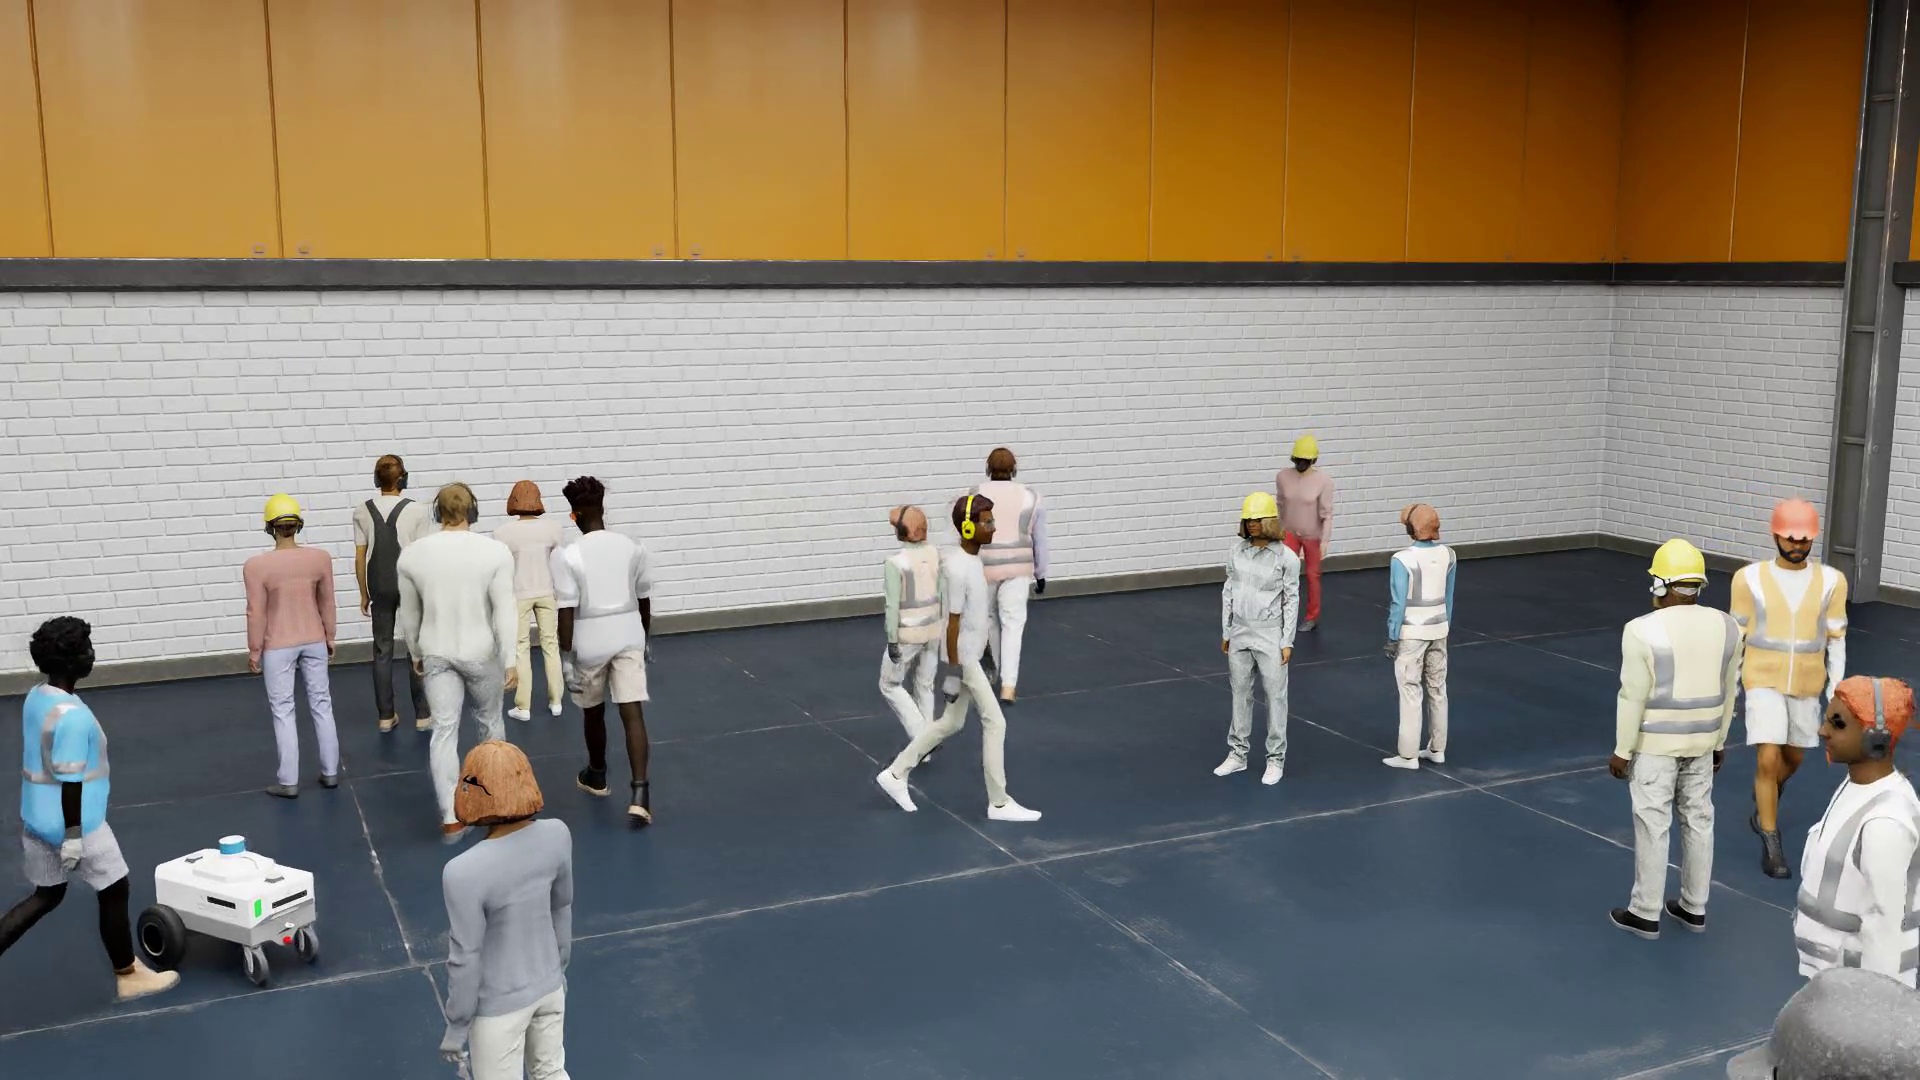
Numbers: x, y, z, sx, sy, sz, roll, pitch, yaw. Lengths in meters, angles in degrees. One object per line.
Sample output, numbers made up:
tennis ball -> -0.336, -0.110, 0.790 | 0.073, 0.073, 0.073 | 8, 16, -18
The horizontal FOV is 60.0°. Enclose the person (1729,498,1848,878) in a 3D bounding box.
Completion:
person -> 4.248, 0.710, 8.605 | 0.544, 1.906, 0.886 | 2, 9, 14

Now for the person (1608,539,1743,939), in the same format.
person -> 3.232, 0.906, 7.588 | 0.591, 1.834, 0.404 | -2, 9, -13

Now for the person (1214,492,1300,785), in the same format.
person -> 1.769, 0.578, 9.904 | 0.487, 1.744, 0.297 | 7, 11, 36

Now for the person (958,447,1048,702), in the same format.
person -> 0.307, 0.230, 11.921 | 0.645, 1.798, 0.973 | 0, 9, 0

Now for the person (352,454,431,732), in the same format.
person -> -3.719, 0.353, 10.981 | 0.506, 1.846, 0.351 | 0, 9, 0

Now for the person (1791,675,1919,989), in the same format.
person -> 2.761, 1.316, 4.988 | 0.826, 1.859, 0.582 | 4, 10, 23

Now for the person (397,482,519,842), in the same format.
person -> -2.725, 0.621, 9.170 | 0.652, 1.888, 0.991 | -1, 9, -4

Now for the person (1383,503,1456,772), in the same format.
person -> 2.801, 0.592, 10.145 | 0.523, 1.636, 0.311 | -5, 11, -30

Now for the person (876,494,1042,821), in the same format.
person -> -0.026, 0.650, 9.201 | 0.889, 1.831, 0.519 | 1, 9, 4

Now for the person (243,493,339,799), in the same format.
person -> -3.878, 0.609, 9.644 | 0.326, 1.767, 0.533 | 9, 13, 43

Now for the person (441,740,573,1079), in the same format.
person -> -1.375, 1.410, 5.084 | 0.283, 1.633, 0.497 | 5, 10, 28

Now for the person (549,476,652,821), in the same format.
person -> -1.969, 0.598, 9.315 | 0.621, 1.903, 1.025 | -5, 11, -30

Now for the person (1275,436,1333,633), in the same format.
person -> 2.821, -0.017, 13.709 | 0.533, 1.689, 0.915 | 5, 11, 29

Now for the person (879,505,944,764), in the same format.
person -> -0.270, 0.595, 10.168 | 0.392, 1.630, 0.527 | 8, 12, 42

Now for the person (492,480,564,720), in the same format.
person -> -2.920, 0.407, 11.303 | 0.508, 1.632, 0.264 | -6, 11, -33

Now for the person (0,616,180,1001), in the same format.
person -> -3.671, 1.131, 6.707 | 0.530, 1.663, 0.807 | 9, 13, 44

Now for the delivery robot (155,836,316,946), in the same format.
delivery robot -> -3.180, 1.543, 7.299 | 0.707, 0.478, 0.477 | 5, 10, 28
